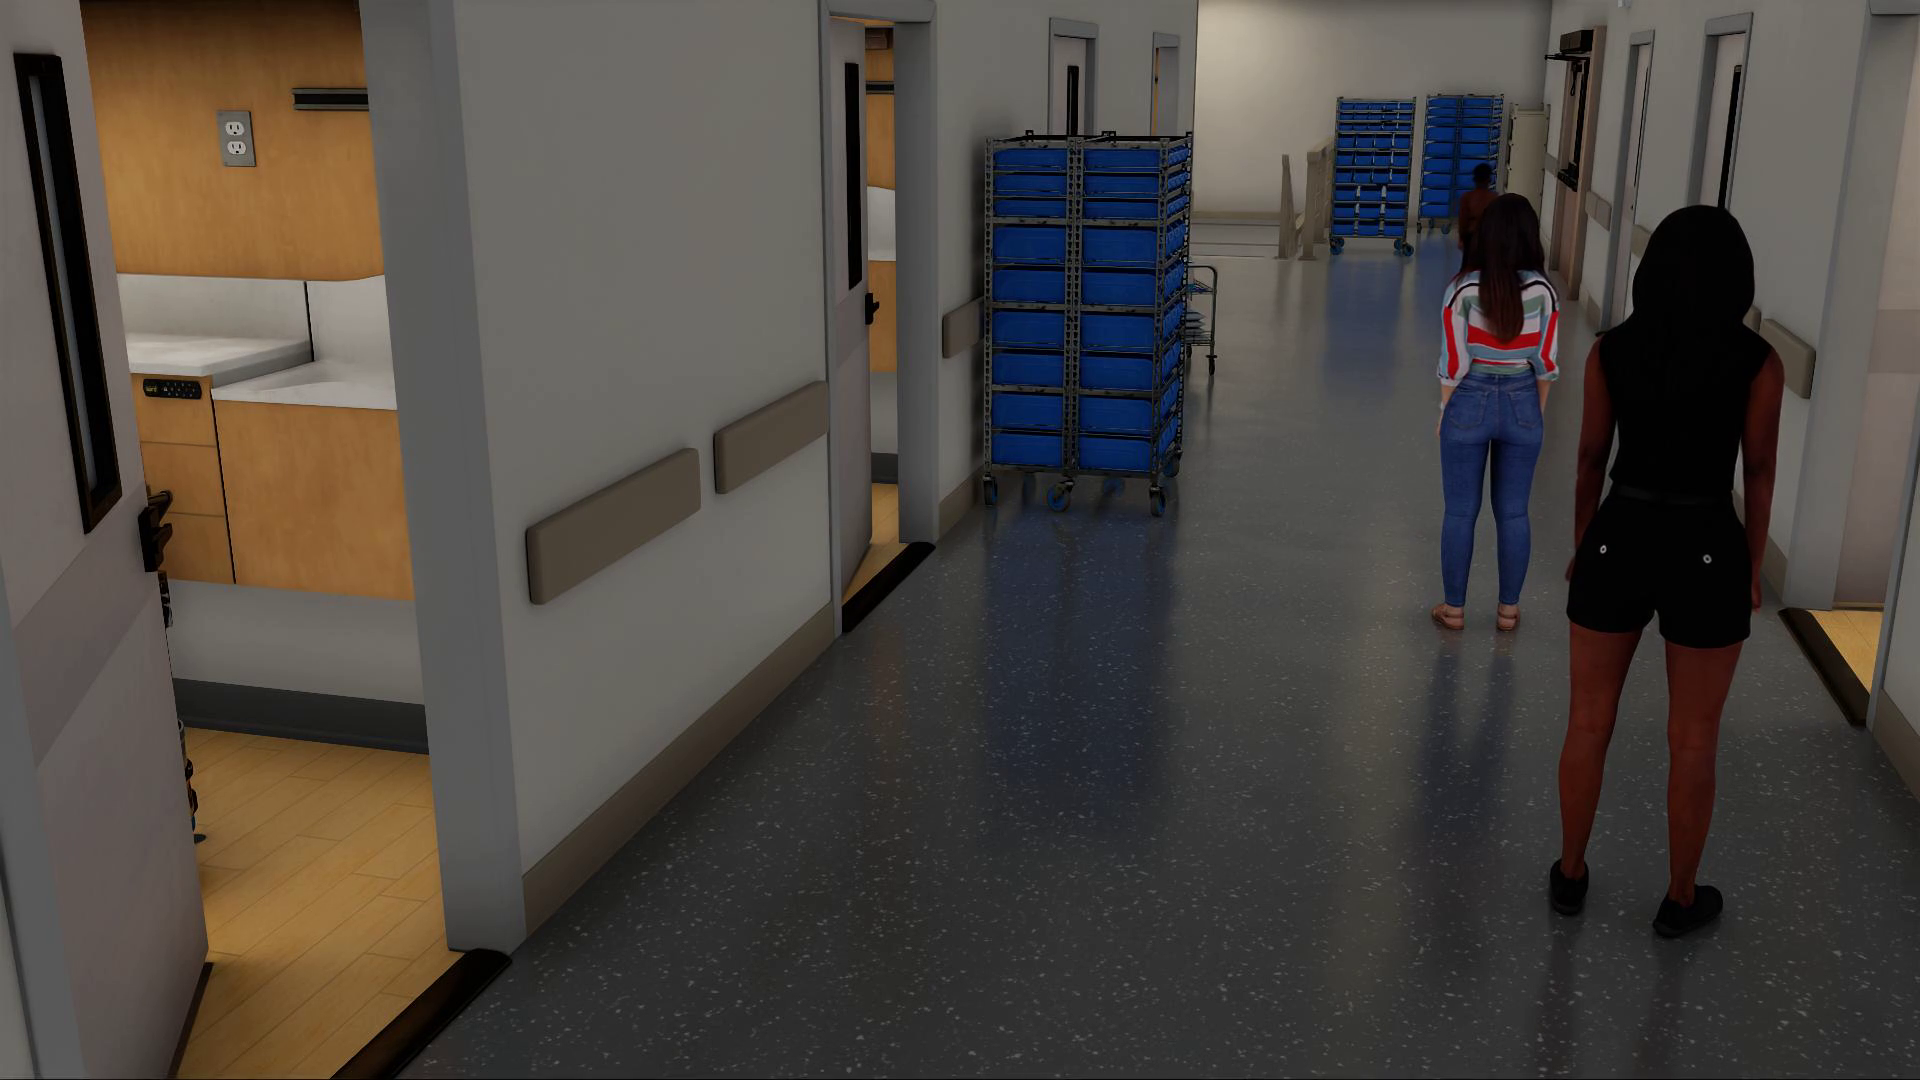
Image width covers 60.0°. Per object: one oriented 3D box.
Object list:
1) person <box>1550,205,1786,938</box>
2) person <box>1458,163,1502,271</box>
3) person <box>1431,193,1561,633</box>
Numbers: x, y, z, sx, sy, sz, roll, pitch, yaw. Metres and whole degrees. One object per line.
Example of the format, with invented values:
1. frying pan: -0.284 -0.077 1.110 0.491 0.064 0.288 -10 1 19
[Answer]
1. person: 1.661 0.087 3.949 0.646 1.741 0.606 10 18 31
2. person: 4.577 -2.688 14.706 0.554 1.245 0.719 6 17 19
3. person: 1.965 -0.462 6.130 0.613 1.614 0.555 2 16 6
